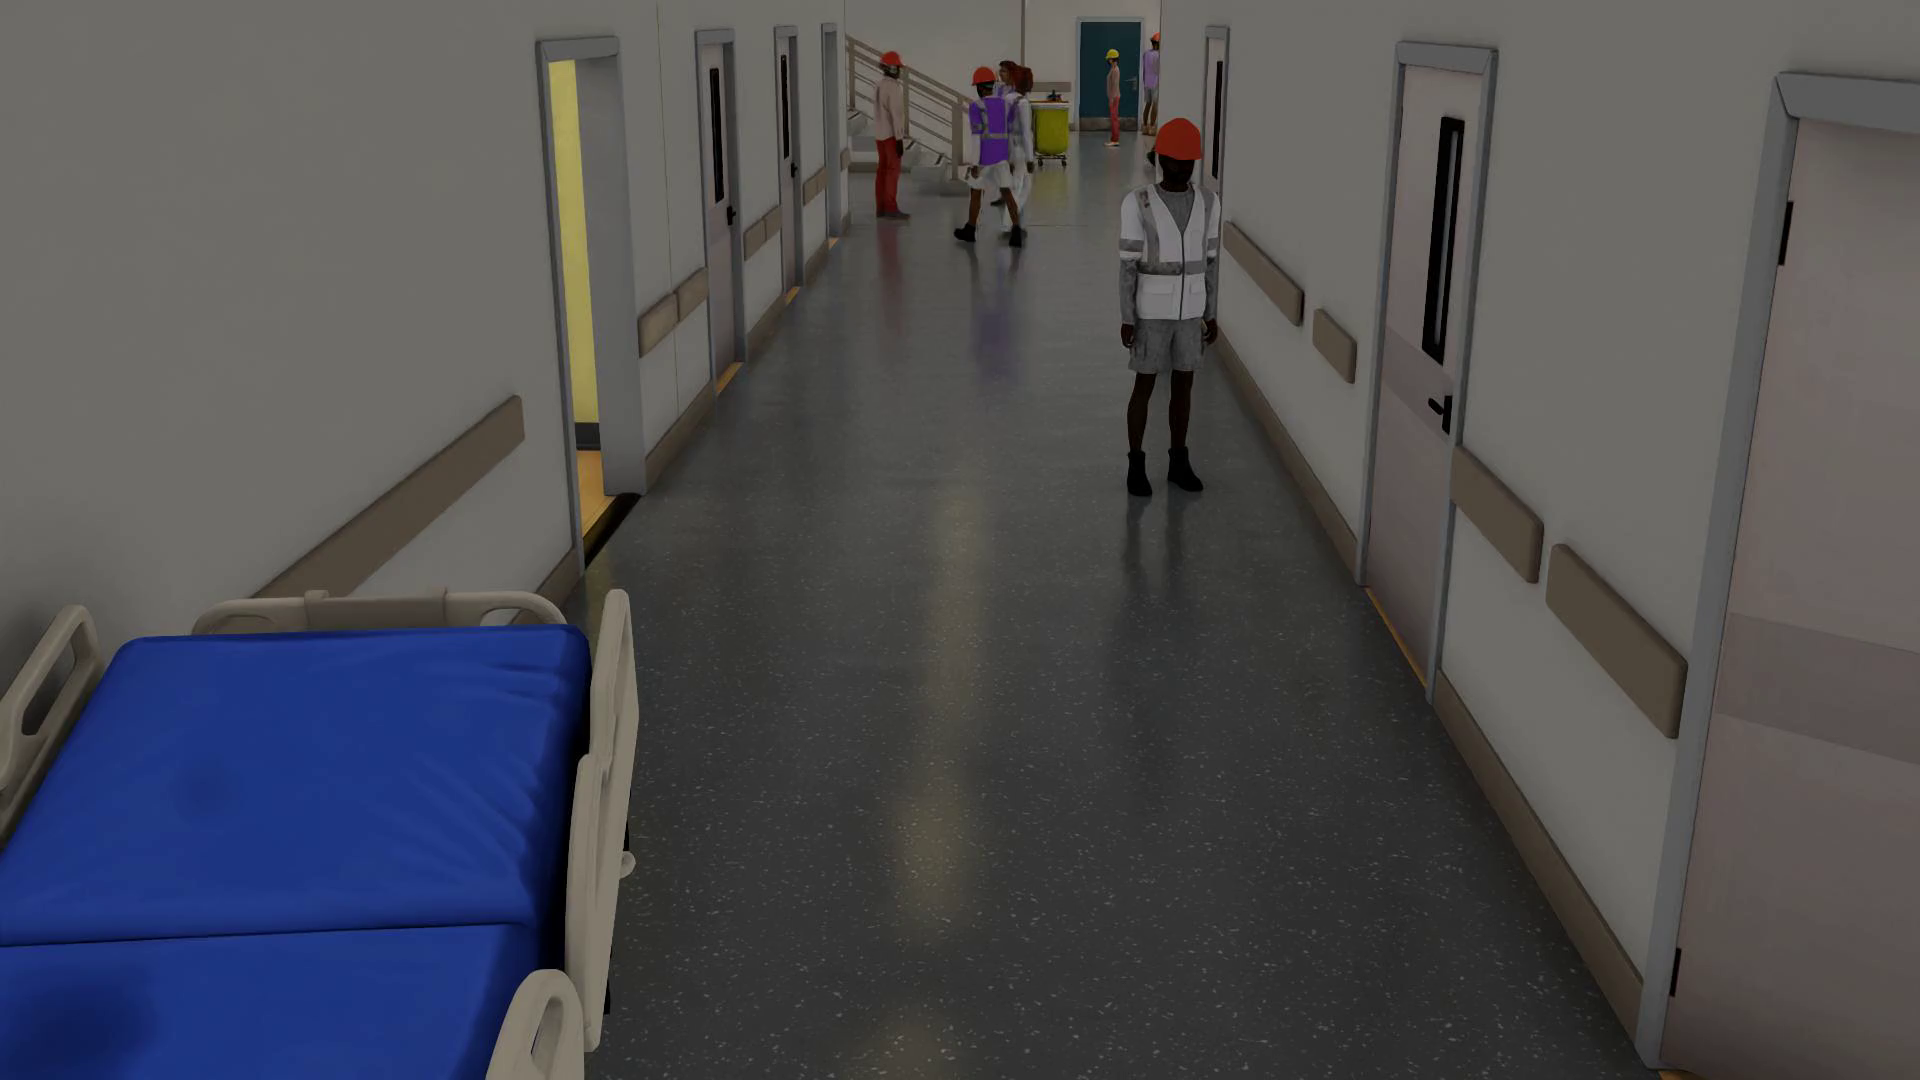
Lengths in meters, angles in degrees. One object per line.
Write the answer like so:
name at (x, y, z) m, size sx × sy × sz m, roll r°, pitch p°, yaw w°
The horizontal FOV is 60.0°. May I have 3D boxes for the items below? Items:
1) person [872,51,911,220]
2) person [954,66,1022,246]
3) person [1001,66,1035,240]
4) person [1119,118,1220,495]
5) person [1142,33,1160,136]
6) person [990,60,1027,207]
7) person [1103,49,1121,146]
person at (-0.836, -4.889, 20.179) m, size 0.388 × 1.982 × 0.679 m, roll -9°, pitch 20°, yaw -26°
person at (0.345, -4.130, 17.937) m, size 0.590 × 1.895 × 0.955 m, roll -12°, pitch 21°, yaw -34°
person at (0.660, -4.240, 18.288) m, size 0.493 × 1.869 × 0.626 m, roll -5°, pitch 18°, yaw -17°
person at (1.092, -1.189, 8.603) m, size 0.552 × 1.934 × 0.363 m, roll -5°, pitch 18°, yaw -16°
person at (3.946, -9.235, 33.739) m, size 0.404 × 2.030 × 0.617 m, roll -11°, pitch 21°, yaw -31°
person at (0.659, -5.239, 21.481) m, size 0.375 × 1.840 × 0.575 m, roll -10°, pitch 20°, yaw -30°
person at (2.853, -8.275, 31.145) m, size 0.308 × 1.769 × 0.525 m, roll 1°, pitch 18°, yaw 3°
